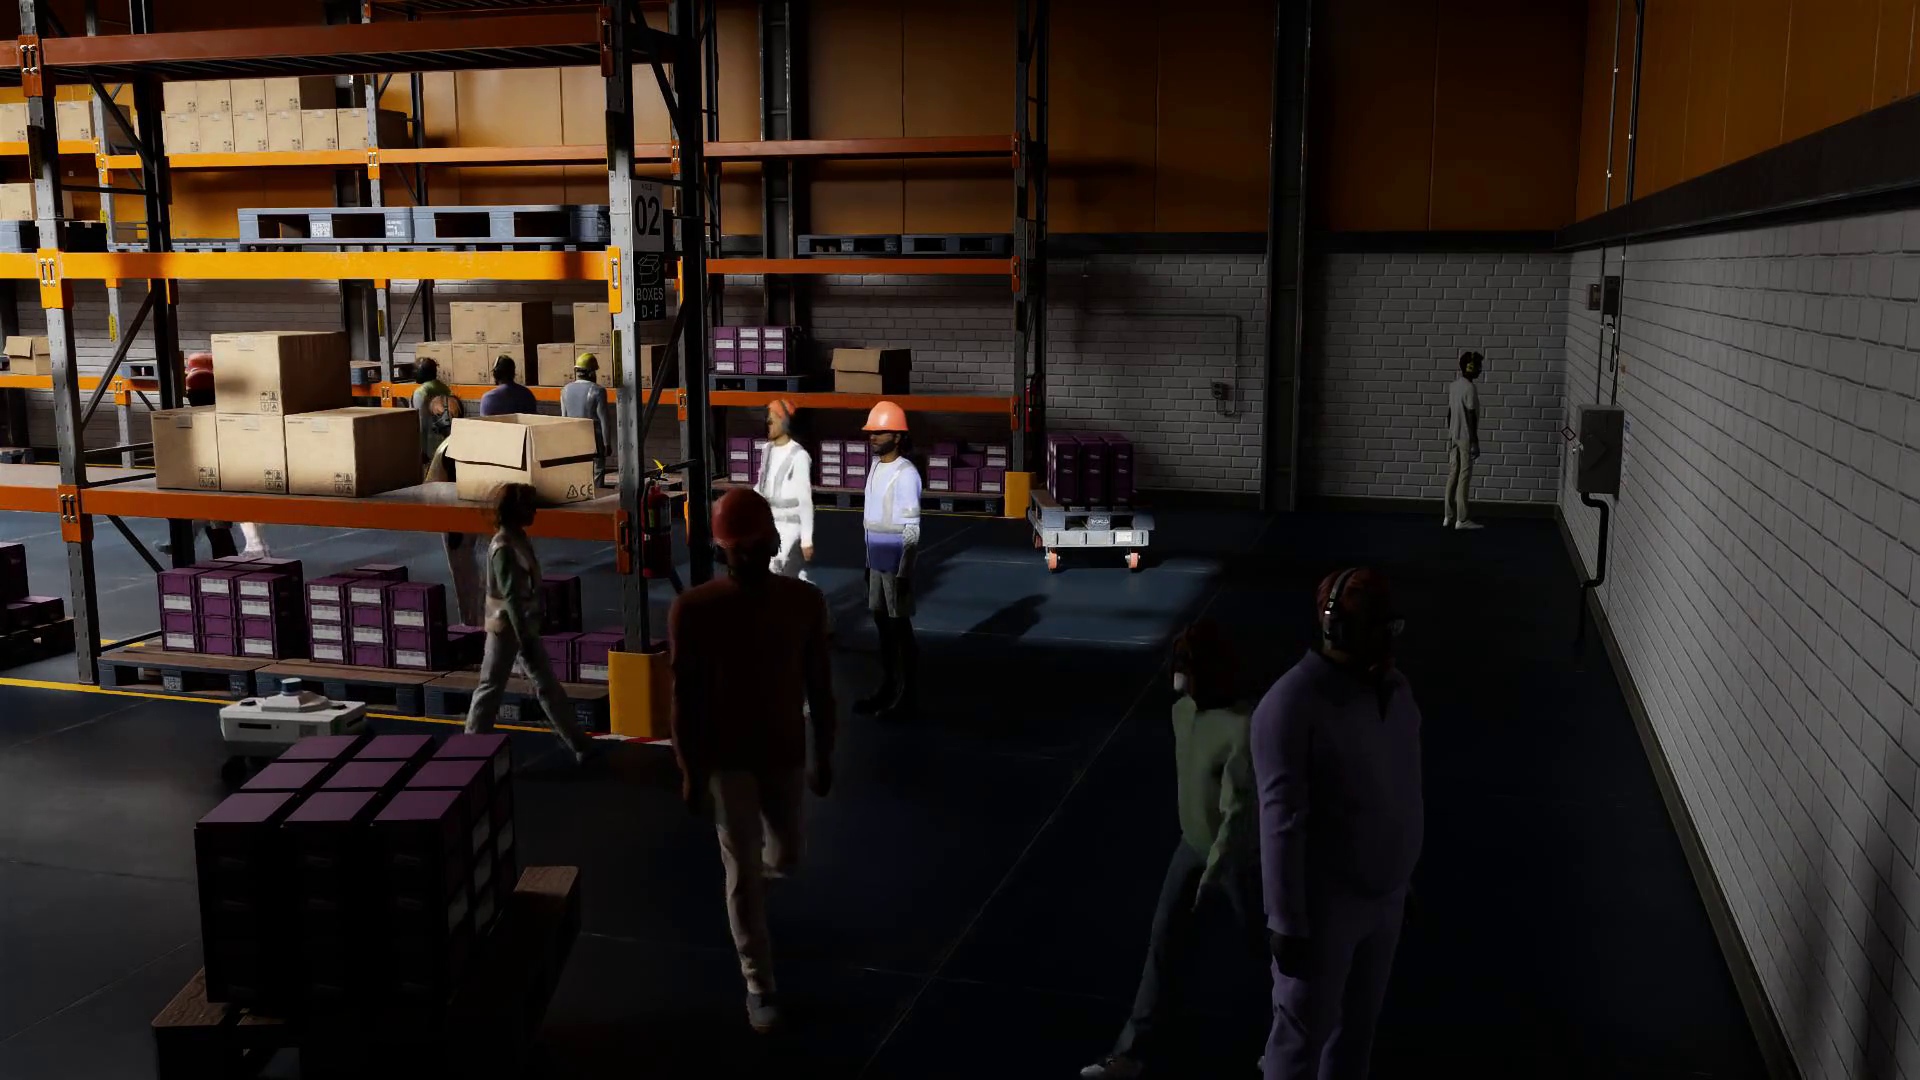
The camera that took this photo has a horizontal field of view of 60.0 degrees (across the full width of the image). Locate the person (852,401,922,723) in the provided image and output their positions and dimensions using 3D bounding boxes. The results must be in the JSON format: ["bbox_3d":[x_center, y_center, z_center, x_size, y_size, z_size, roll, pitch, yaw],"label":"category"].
[{"bbox_3d":[-0.436,0.128,10.087,0.348,1.942,0.546,-5,11,-29],"label":"person"}]

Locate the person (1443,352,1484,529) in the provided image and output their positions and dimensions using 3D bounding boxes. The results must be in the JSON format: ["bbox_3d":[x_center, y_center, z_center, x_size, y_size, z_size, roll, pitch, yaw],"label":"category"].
[{"bbox_3d":[5.304,-1.043,17.463,0.326,1.865,0.519,-2,10,-13],"label":"person"}]

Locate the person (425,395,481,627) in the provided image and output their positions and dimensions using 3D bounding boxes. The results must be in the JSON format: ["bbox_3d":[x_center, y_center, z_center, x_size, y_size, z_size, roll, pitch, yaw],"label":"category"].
[{"bbox_3d":[-3.628,-0.123,11.953,0.429,1.837,0.629,-3,10,-16],"label":"person"}]

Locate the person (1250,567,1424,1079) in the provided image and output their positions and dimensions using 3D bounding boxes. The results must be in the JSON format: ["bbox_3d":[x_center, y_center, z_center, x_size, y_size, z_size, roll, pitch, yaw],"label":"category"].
[{"bbox_3d":[1.110,1.020,4.759,0.639,1.908,0.409,-9,13,-42],"label":"person"}]

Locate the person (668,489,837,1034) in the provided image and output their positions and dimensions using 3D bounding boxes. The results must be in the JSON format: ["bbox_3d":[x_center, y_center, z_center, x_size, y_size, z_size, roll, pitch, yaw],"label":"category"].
[{"bbox_3d":[-0.785,0.762,6.185,0.614,1.966,0.747,-4,10,-22],"label":"person"}]

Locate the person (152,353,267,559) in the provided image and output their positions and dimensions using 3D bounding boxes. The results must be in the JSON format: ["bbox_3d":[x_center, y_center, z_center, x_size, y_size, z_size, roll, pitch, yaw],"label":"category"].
[{"bbox_3d":[-6.955,-0.734,15.307,1.045,1.941,0.637,-3,10,-15],"label":"person"}]

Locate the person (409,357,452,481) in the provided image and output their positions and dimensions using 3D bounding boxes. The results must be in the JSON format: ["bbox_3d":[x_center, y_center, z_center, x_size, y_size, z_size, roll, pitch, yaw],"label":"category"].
[{"bbox_3d":[-5.417,-0.974,17.157,0.540,1.831,0.636,2,10,12],"label":"person"}]

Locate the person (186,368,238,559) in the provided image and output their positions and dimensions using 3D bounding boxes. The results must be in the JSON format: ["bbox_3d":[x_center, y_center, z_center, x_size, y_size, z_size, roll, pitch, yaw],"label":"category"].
[{"bbox_3d":[-6.065,-0.423,13.457,0.355,1.938,0.545,-8,12,-39],"label":"person"}]

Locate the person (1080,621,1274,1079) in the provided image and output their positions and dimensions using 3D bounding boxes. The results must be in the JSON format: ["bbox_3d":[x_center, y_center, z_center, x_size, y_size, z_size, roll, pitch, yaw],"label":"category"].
[{"bbox_3d":[0.862,1.052,5.551,0.877,1.581,0.509,-5,11,-29],"label":"person"}]

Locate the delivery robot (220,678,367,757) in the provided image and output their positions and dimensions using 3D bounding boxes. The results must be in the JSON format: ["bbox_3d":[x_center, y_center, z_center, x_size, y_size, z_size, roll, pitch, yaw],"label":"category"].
[{"bbox_3d":[-3.539,0.978,8.835,0.707,0.478,0.477,2,9,9],"label":"delivery robot"}]

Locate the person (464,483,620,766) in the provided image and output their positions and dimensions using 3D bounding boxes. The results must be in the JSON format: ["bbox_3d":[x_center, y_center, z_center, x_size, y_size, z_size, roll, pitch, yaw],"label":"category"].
[{"bbox_3d":[-2.311,0.491,8.914,0.870,1.586,0.545,0,9,-2],"label":"person"}]

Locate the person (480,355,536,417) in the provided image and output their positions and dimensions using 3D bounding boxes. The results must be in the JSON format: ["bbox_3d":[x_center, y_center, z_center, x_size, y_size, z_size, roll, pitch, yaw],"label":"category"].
[{"bbox_3d":[-4.233,-0.755,15.483,0.447,1.930,0.647,4,10,25],"label":"person"}]

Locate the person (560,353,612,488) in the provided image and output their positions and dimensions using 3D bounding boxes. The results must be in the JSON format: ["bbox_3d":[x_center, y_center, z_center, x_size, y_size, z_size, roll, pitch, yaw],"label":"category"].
[{"bbox_3d":[-3.959,-1.079,17.771,0.596,1.832,0.404,4,10,23],"label":"person"}]

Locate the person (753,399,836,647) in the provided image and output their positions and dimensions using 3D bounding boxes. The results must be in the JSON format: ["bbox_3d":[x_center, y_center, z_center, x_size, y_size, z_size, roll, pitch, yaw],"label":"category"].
[{"bbox_3d":[-1.256,-0.065,11.612,0.954,1.843,0.585,-5,10,-26],"label":"person"}]
